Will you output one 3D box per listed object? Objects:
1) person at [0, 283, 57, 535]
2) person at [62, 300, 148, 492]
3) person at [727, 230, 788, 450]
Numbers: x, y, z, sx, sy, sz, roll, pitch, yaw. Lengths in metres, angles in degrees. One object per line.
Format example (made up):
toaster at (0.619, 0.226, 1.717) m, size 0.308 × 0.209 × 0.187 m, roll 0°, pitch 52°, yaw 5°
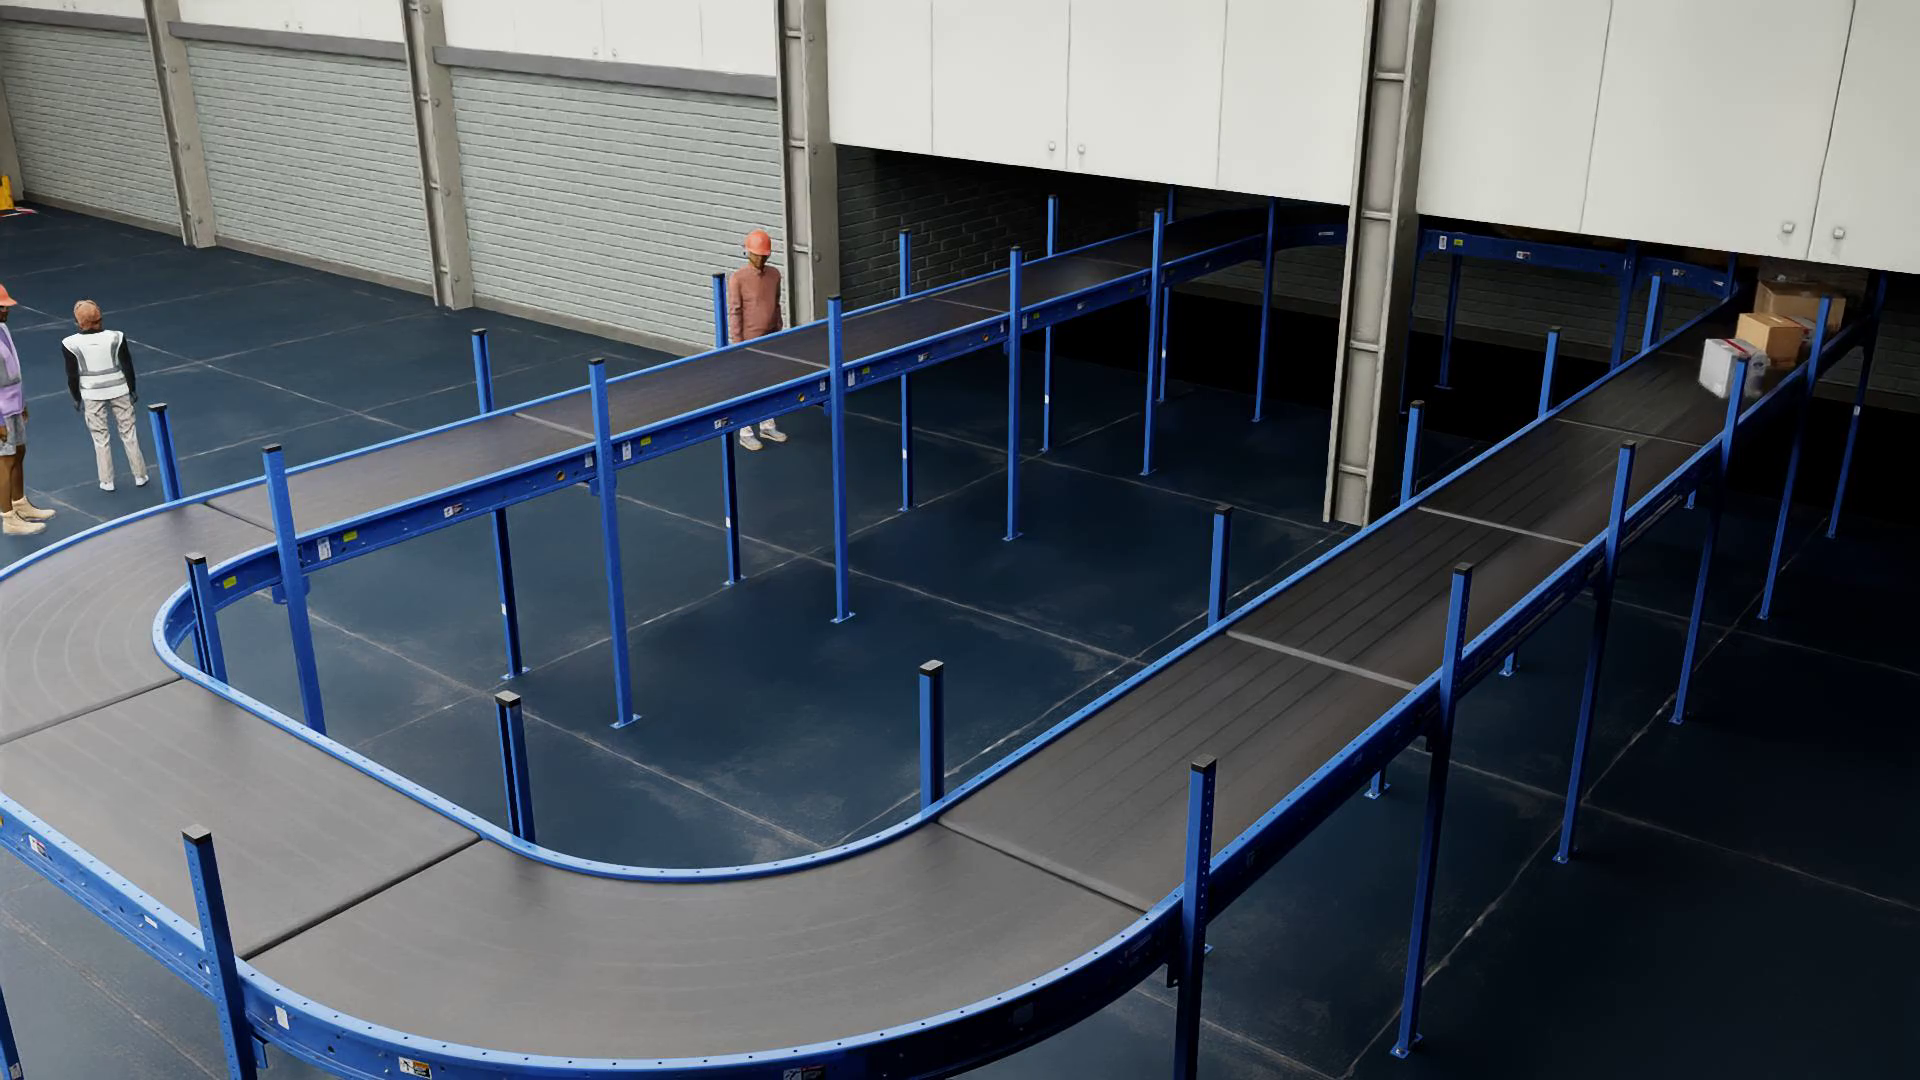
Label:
person at (-7.480, -1.046, 13.086) m, size 0.418 × 2.034 × 0.604 m, roll -5°, pitch 22°, yaw -12°
person at (-7.203, -1.210, 14.017) m, size 0.512 × 1.644 × 0.309 m, roll -13°, pitch 25°, yaw -29°
person at (-1.823, -1.826, 15.118) m, size 0.391 × 1.989 × 0.610 m, roll 18°, pitch 28°, yaw 38°
